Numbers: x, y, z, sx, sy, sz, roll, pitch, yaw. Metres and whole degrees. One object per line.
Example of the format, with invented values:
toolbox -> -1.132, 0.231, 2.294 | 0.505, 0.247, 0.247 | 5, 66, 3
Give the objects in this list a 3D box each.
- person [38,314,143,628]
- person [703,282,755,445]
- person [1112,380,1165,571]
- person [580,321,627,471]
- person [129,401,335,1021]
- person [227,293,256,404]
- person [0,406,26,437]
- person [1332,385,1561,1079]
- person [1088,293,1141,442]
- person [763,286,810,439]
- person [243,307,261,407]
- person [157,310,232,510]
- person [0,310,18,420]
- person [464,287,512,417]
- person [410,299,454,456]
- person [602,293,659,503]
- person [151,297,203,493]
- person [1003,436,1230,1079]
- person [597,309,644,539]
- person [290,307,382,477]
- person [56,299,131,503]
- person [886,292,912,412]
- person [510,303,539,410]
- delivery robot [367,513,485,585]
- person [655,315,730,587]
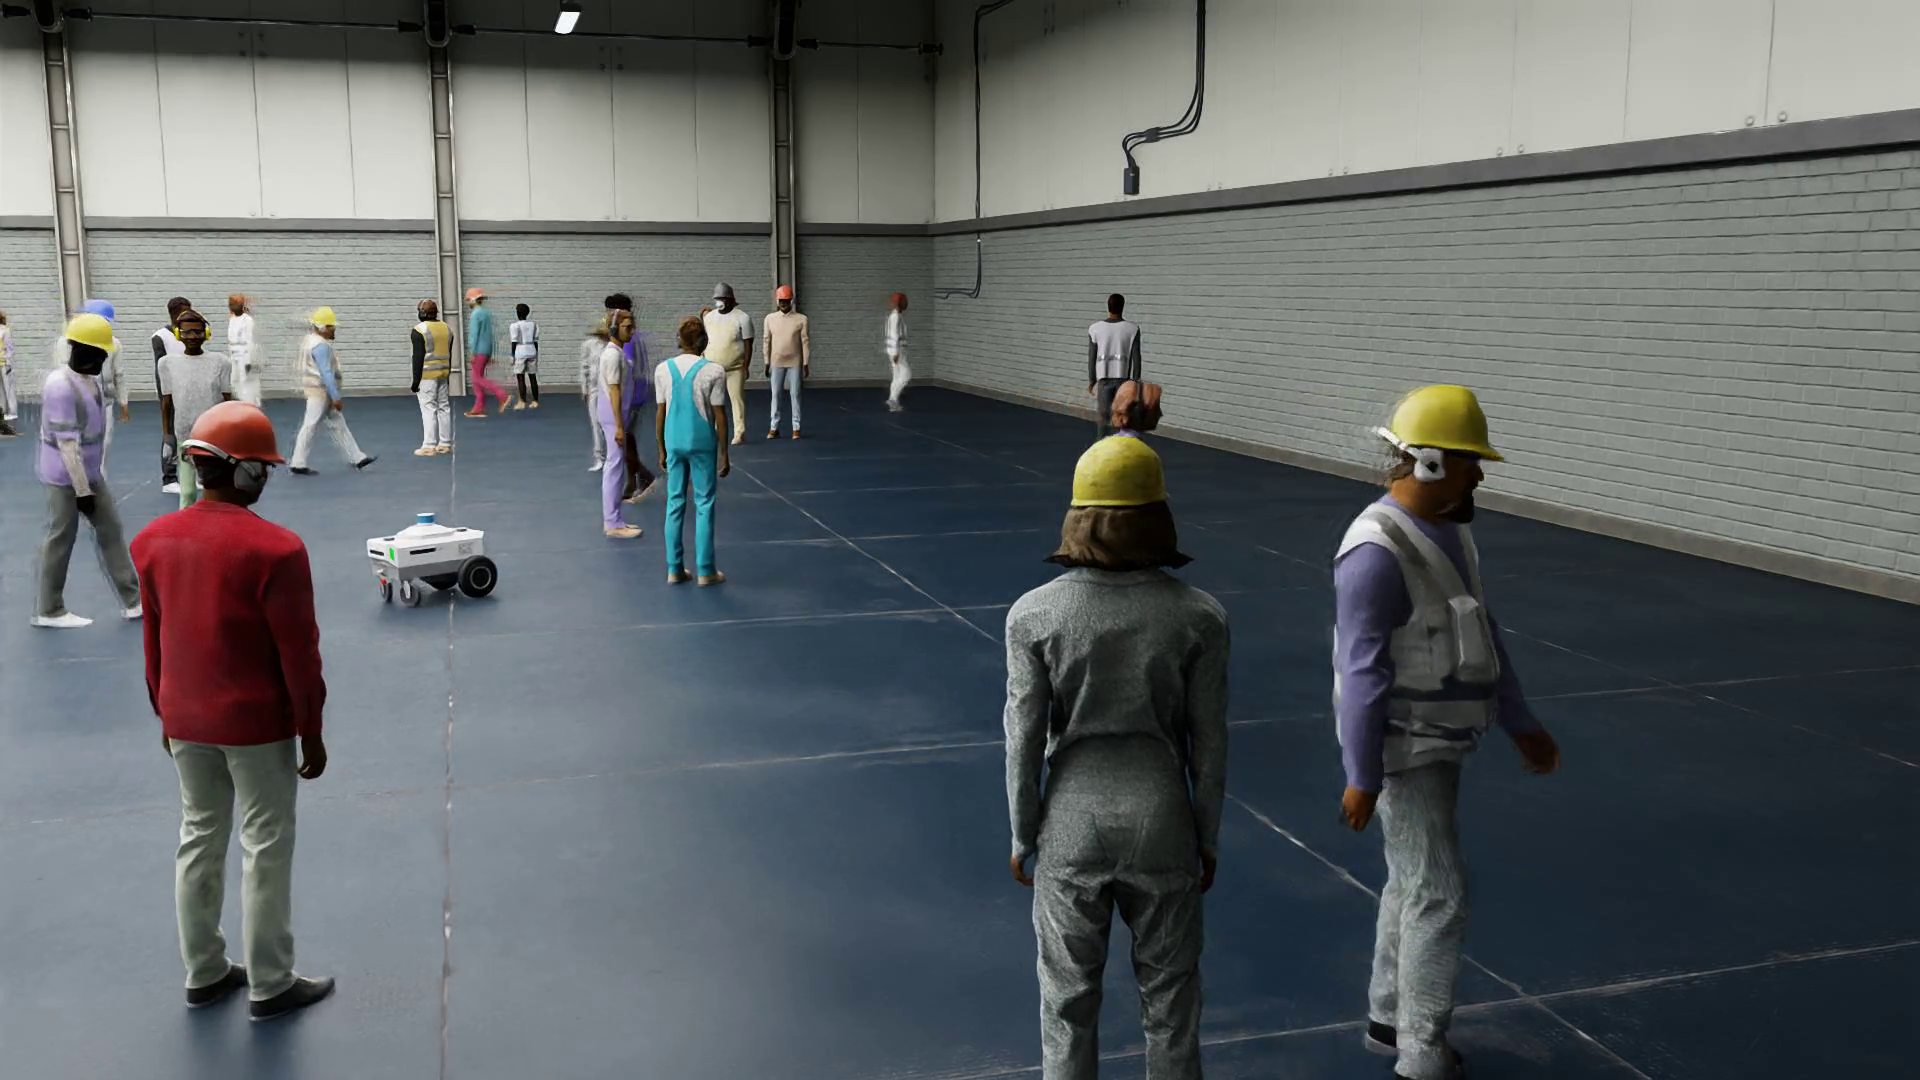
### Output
person -> -5.156, -0.401, 9.891 | 0.731, 1.890, 0.670 | -1, 9, -6
person -> -2.955, -2.210, 20.904 | 0.680, 2.000, 0.536 | 3, 9, 20
person -> 0.844, 0.081, 7.605 | 0.522, 1.619, 0.531 | 0, 9, -1
person -> -3.843, -1.598, 18.121 | 0.571, 1.701, 0.365 | -2, 9, -10
person -> -2.023, 0.481, 4.697 | 0.573, 1.740, 0.355 | 3, 9, 18
person -> -10.302, -2.584, 23.795 | 0.586, 1.873, 0.411 | 8, 12, 40
person -> -12.893, -2.265, 21.699 | 1.034, 1.914, 0.612 | -1, 9, -5
person -> 1.216, 0.518, 4.225 | 0.533, 1.809, 0.605 | 5, 10, 31
person -> 1.737, -1.804, 18.701 | 0.598, 1.917, 0.378 | 2, 9, 11
person -> -2.260, -2.305, 21.658 | 0.612, 1.996, 0.388 | 1, 9, 6
person -> -11.559, -2.956, 26.952 | 0.286, 1.636, 0.500 | 3, 9, 16
person -> -5.489, -0.726, 12.018 | 0.510, 1.863, 0.326 | -4, 10, -23
person -> -14.166, -2.586, 24.570 | 0.511, 1.644, 0.308 | 5, 10, 28
person -> -7.156, -2.826, 25.068 | 0.657, 1.966, 0.619 | 0, 9, -2
person -> -6.266, -1.917, 19.676 | 0.429, 1.844, 0.627 | 4, 10, 22
person -> -3.095, -1.294, 15.332 | 0.418, 1.952, 0.641 | -1, 9, -7
person -> -7.634, -1.414, 16.256 | 0.385, 1.911, 0.584 | 2, 9, 15
person -> 0.338, 0.642, 3.665 | 0.487, 1.741, 0.313 | 0, 9, 3
person -> -2.751, -0.934, 13.395 | 0.342, 1.842, 0.506 | -2, 9, -13
person -> -6.655, -1.555, 17.563 | 0.970, 1.771, 0.620 | -4, 10, -23
person -> -8.095, -1.281, 15.450 | 0.542, 1.904, 0.645 | 5, 10, 31
person -> -0.940, -2.932, 26.052 | 0.417, 1.870, 0.613 | 0, 9, 0
person -> -6.953, -2.922, 26.540 | 0.316, 1.695, 0.542 | 7, 11, 38
delivery robot -> -3.459, 0.070, 10.789 | 0.477, 0.478, 0.707 | 8, 12, 42
person -> -1.804, -0.594, 11.266 | 0.512, 1.835, 0.359 | 2, 9, 13
